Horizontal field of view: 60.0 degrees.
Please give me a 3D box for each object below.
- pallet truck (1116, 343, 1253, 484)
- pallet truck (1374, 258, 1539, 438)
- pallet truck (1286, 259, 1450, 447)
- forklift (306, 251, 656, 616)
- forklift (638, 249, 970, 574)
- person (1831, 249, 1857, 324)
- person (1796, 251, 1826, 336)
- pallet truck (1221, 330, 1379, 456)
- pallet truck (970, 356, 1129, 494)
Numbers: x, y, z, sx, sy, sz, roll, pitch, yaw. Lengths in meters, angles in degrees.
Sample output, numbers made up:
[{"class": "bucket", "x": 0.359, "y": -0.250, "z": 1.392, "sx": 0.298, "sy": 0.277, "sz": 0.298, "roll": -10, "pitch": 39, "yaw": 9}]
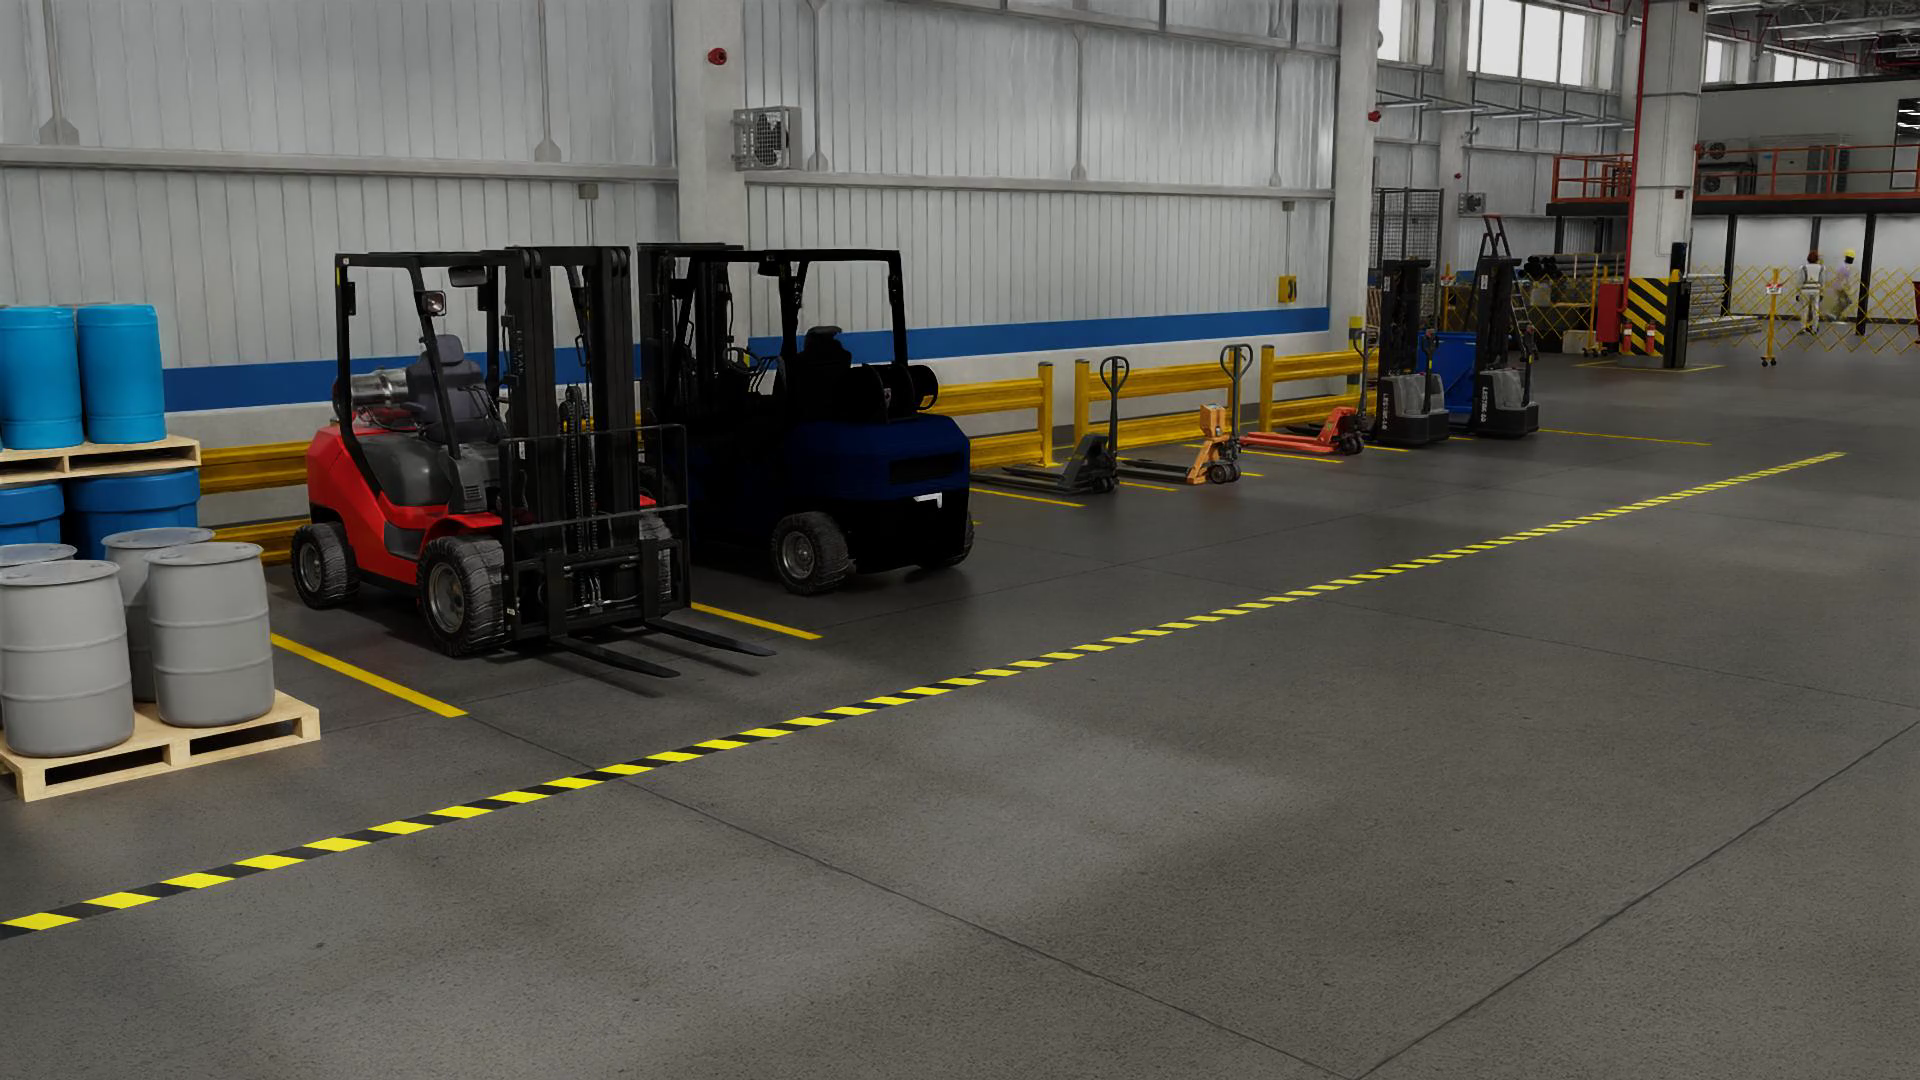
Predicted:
[{"class": "pallet truck", "x": 1.962, "y": -1.215, "z": 15.415, "sx": 1.522, "sy": 1.261, "sz": 0.704, "roll": 10, "pitch": 14, "yaw": 43}, {"class": "pallet truck", "x": 5.704, "y": -2.208, "z": 18.901, "sx": 1.885, "sy": 1.965, "sz": 0.823, "roll": 10, "pitch": 14, "yaw": 43}, {"class": "pallet truck", "x": 4.493, "y": -2.078, "z": 18.196, "sx": 0.823, "sy": 1.965, "sz": 1.885, "roll": -9, "pitch": 14, "yaw": -40}, {"class": "forklift", "x": -2.833, "y": -0.669, "z": 9.694, "sx": 1.157, "sy": 1.987, "sz": 2.680, "roll": -10, "pitch": 14, "yaw": -44}, {"class": "forklift", "x": -1.173, "y": -0.958, "z": 11.239, "sx": 2.680, "sy": 1.987, "sz": 1.157, "roll": 10, "pitch": 14, "yaw": 43}, {"class": "person", "x": 22.280, "y": -6.364, "z": 41.858, "sx": 0.430, "sy": 1.894, "sz": 0.595, "roll": 9, "pitch": 14, "yaw": 42}, {"class": "person", "x": 19.055, "y": -5.521, "z": 37.282, "sx": 0.575, "sy": 1.882, "sz": 0.359, "roll": 2, "pitch": 11, "yaw": 11}, {"class": "pallet truck", "x": 3.563, "y": -1.581, "z": 17.381, "sx": 0.653, "sy": 1.274, "sz": 1.630, "roll": -10, "pitch": 14, "yaw": -44}, {"class": "pallet truck", "x": 0.784, "y": -1.085, "z": 14.876, "sx": 0.680, "sy": 1.201, "sz": 1.601, "roll": -10, "pitch": 14, "yaw": -44}]
